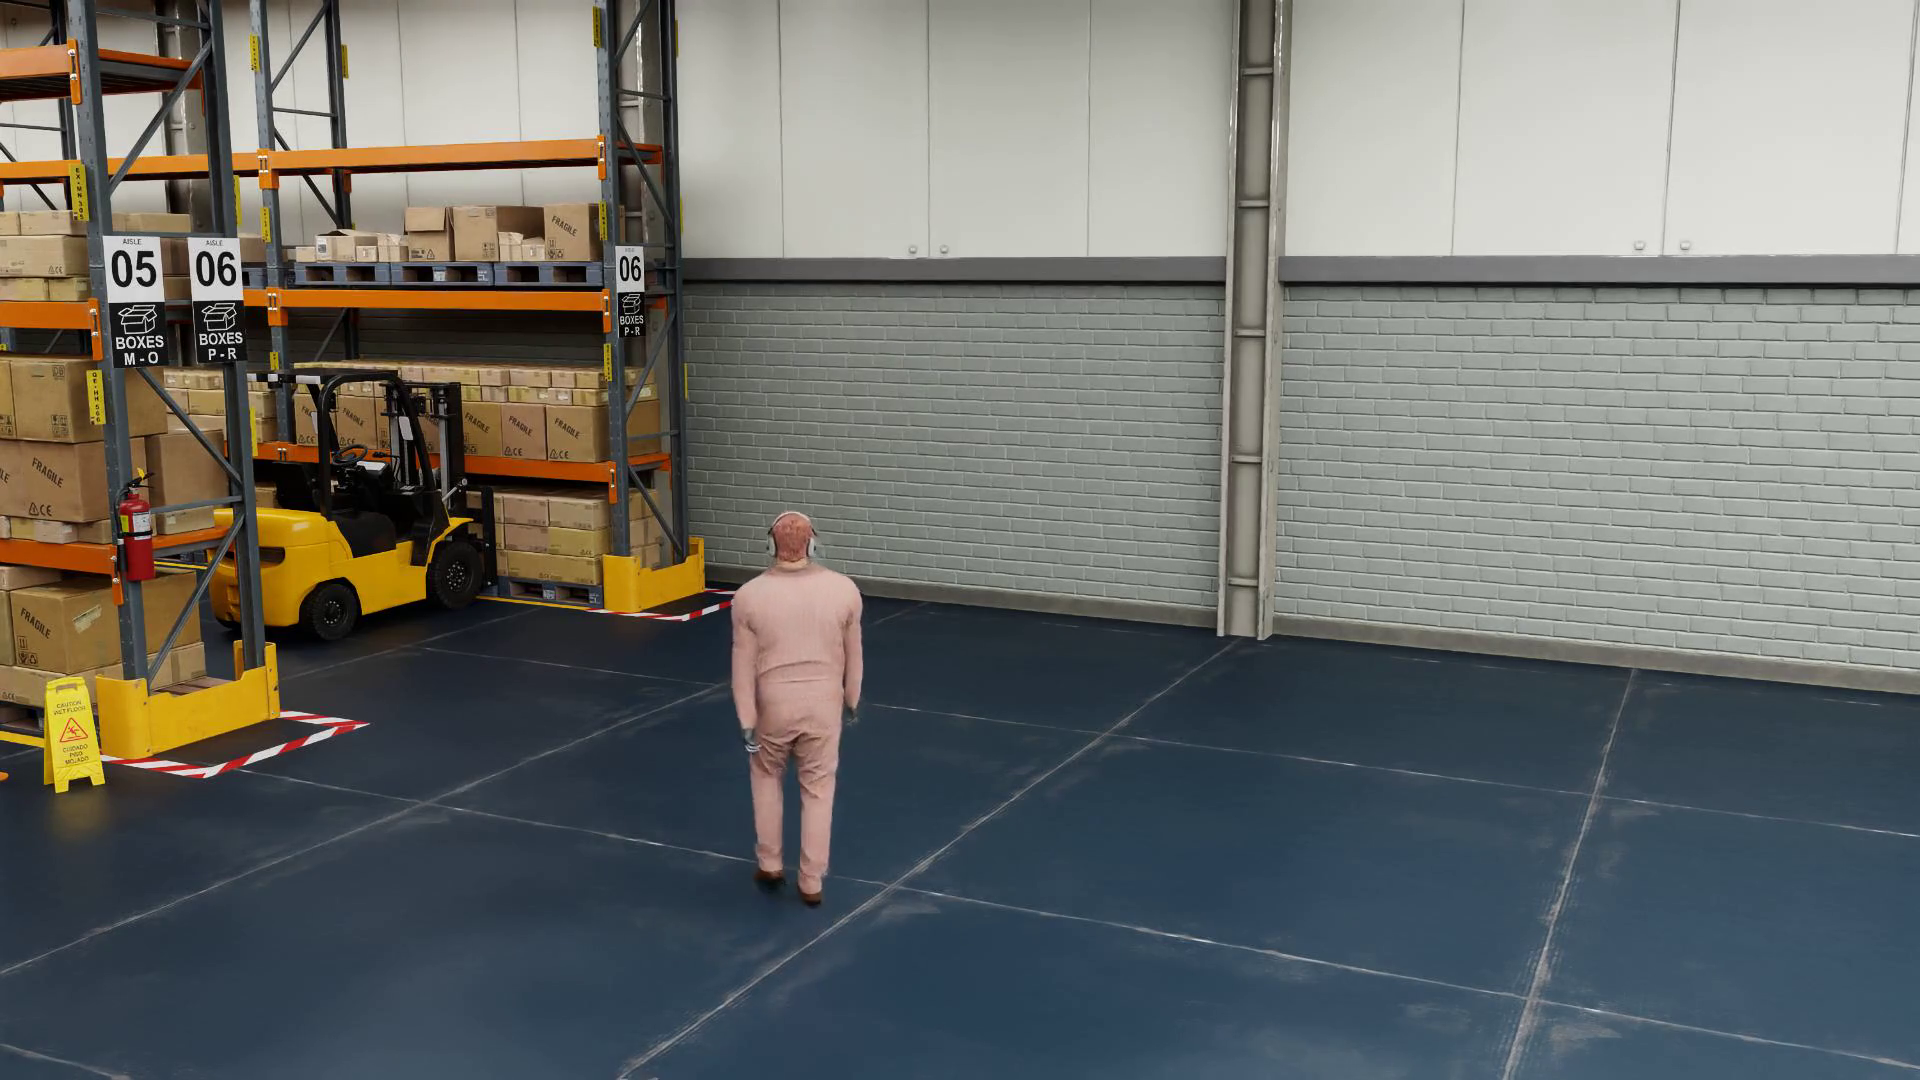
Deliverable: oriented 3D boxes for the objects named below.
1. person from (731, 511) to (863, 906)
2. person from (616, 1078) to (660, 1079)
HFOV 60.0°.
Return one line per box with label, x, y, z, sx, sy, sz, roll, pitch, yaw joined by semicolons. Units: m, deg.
person;-0.790;0.790;8.063;0.649;1.885;0.670;-2;9;-12
person;-0.582;1.753;2.994;0.530;1.612;0.748;1;9;5
